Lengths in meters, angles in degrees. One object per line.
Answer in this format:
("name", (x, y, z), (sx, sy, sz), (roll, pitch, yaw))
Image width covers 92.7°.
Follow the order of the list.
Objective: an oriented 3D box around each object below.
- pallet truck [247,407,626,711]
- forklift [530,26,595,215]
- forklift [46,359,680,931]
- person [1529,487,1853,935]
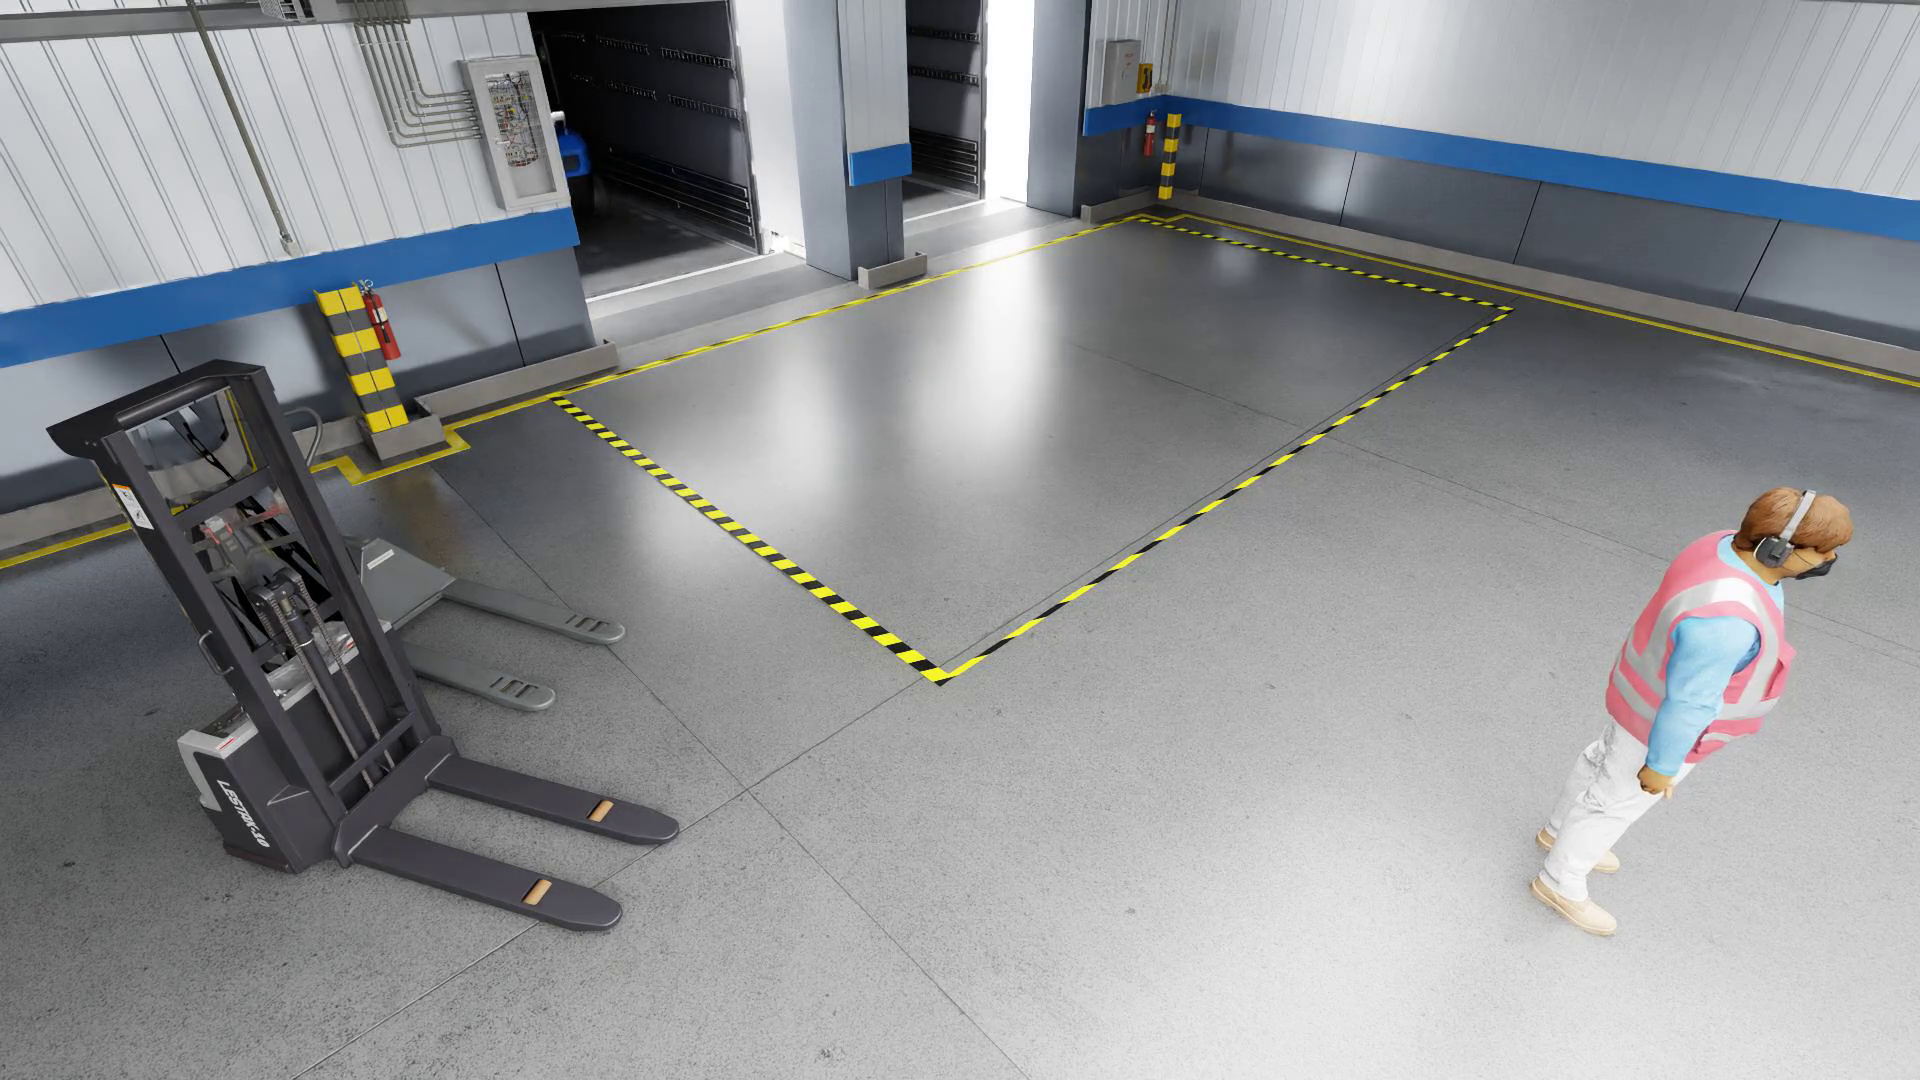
("pallet truck", (-2.628, 0.038, 4.590), (1.601, 1.201, 0.680), (12, 36, 18))
("forklift", (-5.708, -5.323, 11.482), (1.157, 2.036, 2.680), (-26, 42, -33))
("forklift", (-2.135, 0.422, 3.354), (1.885, 1.965, 0.823), (10, 35, 14))
("person", (2.483, 0.618, 3.202), (0.429, 1.841, 0.631), (21, 40, 28))
